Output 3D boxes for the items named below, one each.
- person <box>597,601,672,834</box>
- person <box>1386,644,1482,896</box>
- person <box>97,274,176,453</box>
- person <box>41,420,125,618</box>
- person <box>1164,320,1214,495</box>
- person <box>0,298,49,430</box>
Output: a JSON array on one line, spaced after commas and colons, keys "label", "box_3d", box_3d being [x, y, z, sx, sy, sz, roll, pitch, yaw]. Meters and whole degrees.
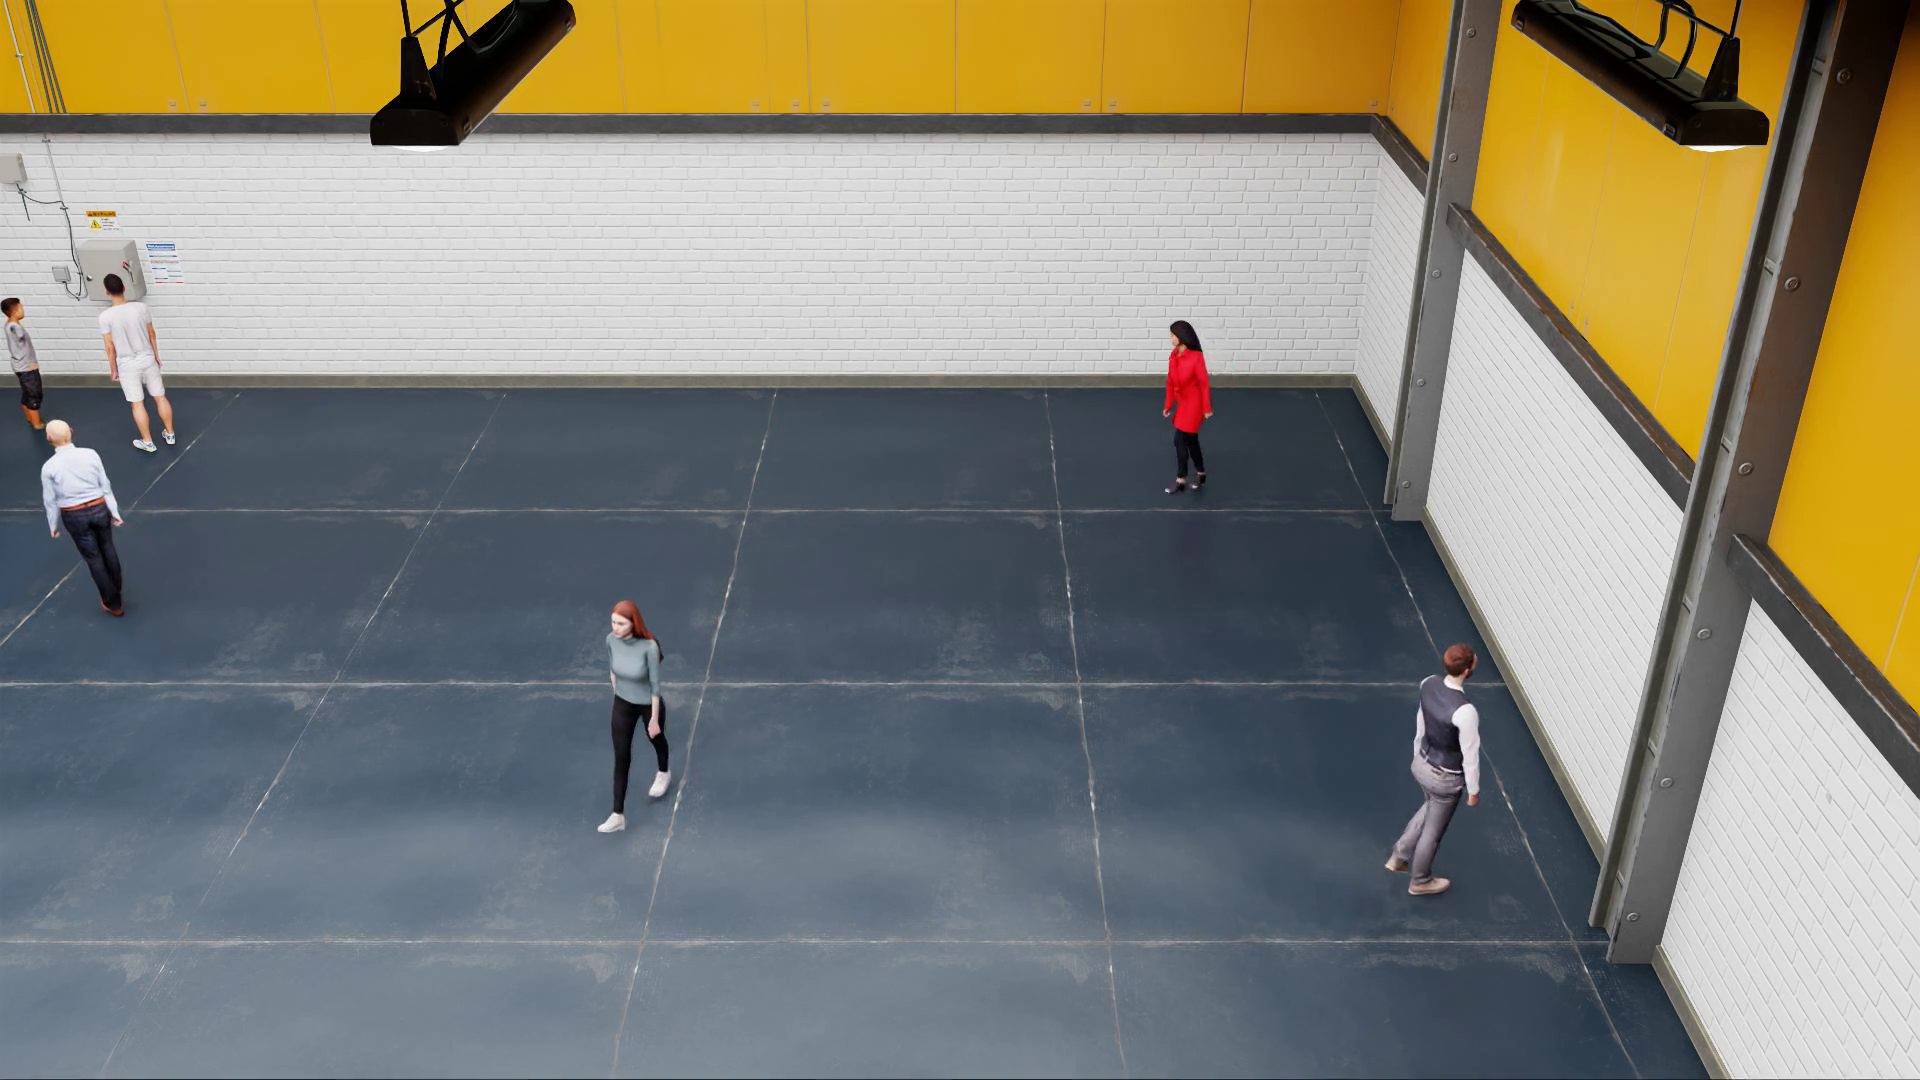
[{"label": "person", "box_3d": [-2.185, 1.144, 11.595, 0.875, 1.698, 1.189, 10, 30, 18]}, {"label": "person", "box_3d": [3.016, 1.508, 10.689, 0.806, 1.927, 0.705, -8, 30, -14]}, {"label": "person", "box_3d": [-8.333, -1.791, 16.821, 0.822, 1.847, 0.745, 22, 36, 35]}, {"label": "person", "box_3d": [-7.257, -0.147, 13.880, 0.928, 1.776, 0.989, -24, 37, -37]}, {"label": "person", "box_3d": [2.263, -1.264, 16.001, 0.899, 1.707, 0.835, -22, 35, -34]}, {"label": "person", "box_3d": [-9.810, -1.885, 17.408, 0.674, 1.449, 0.606, -24, 37, -36]}]
